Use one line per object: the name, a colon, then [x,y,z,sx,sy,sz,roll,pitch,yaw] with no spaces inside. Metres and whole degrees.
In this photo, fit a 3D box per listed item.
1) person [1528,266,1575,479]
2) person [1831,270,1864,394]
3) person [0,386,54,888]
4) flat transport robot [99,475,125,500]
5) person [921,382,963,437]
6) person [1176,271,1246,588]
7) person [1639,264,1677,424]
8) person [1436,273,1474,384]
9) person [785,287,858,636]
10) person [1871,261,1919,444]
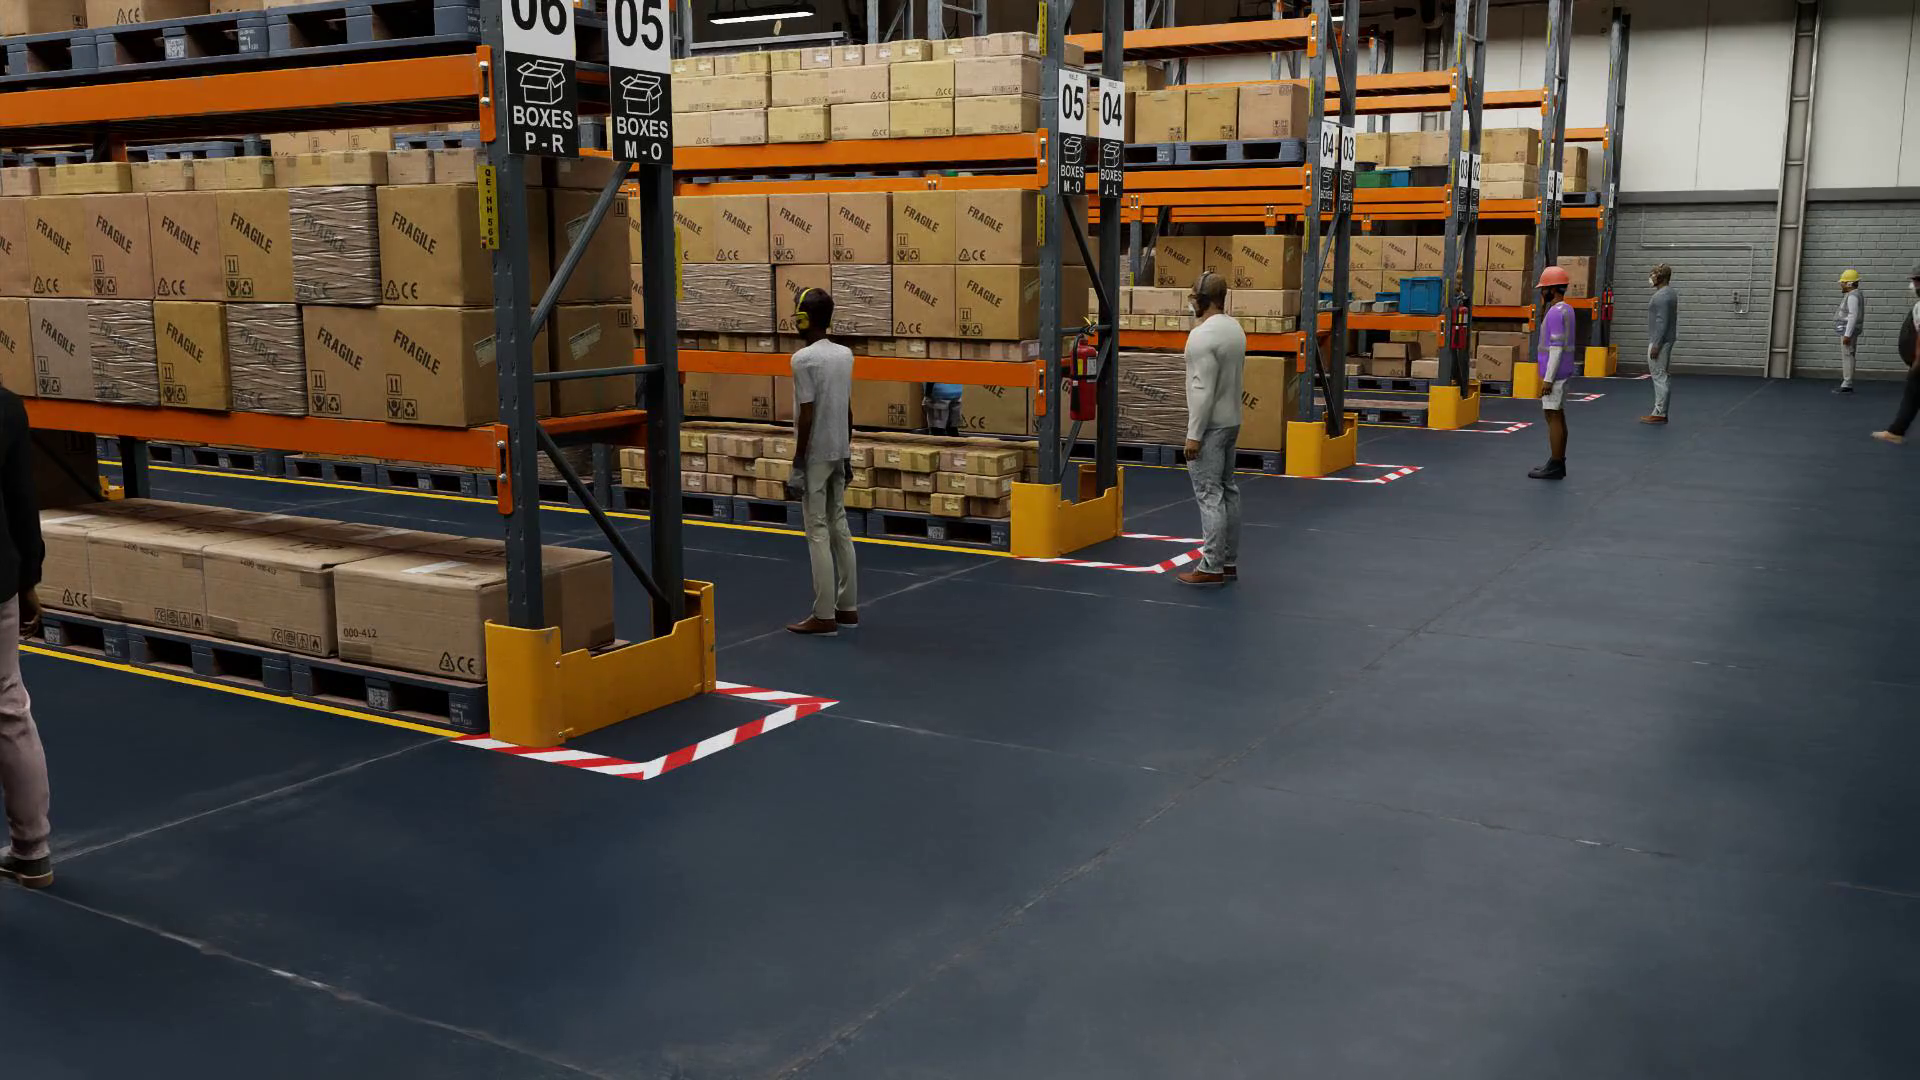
person: [5.401,-1.521,15.198,0.376,1.932,0.551,6,11,30]
person: [13.132,-3.075,24.606,0.403,1.827,0.600,6,11,30]
person: [-3.166,0.164,5.163,0.399,1.989,0.622,6,11,30]
flat transport robot: [-7.510,-0.375,13.355,0.652,0.197,1.431,6,11,30]
person: [-0.158,-1.231,14.197,0.317,1.695,0.540,6,11,30]
person: [1.551,-0.674,10.231,0.352,1.936,0.635,6,11,30]
person: [8.492,-2.374,20.181,0.355,1.937,0.635,6,11,30]
person: [6.678,-2.712,22.572,0.344,1.813,0.657,-6,11,-32]
person: [-0.752,-0.416,8.935,0.311,1.864,0.533,6,11,30]
person: [10.234,-1.991,17.643,0.944,2.000,0.695,6,11,29]
